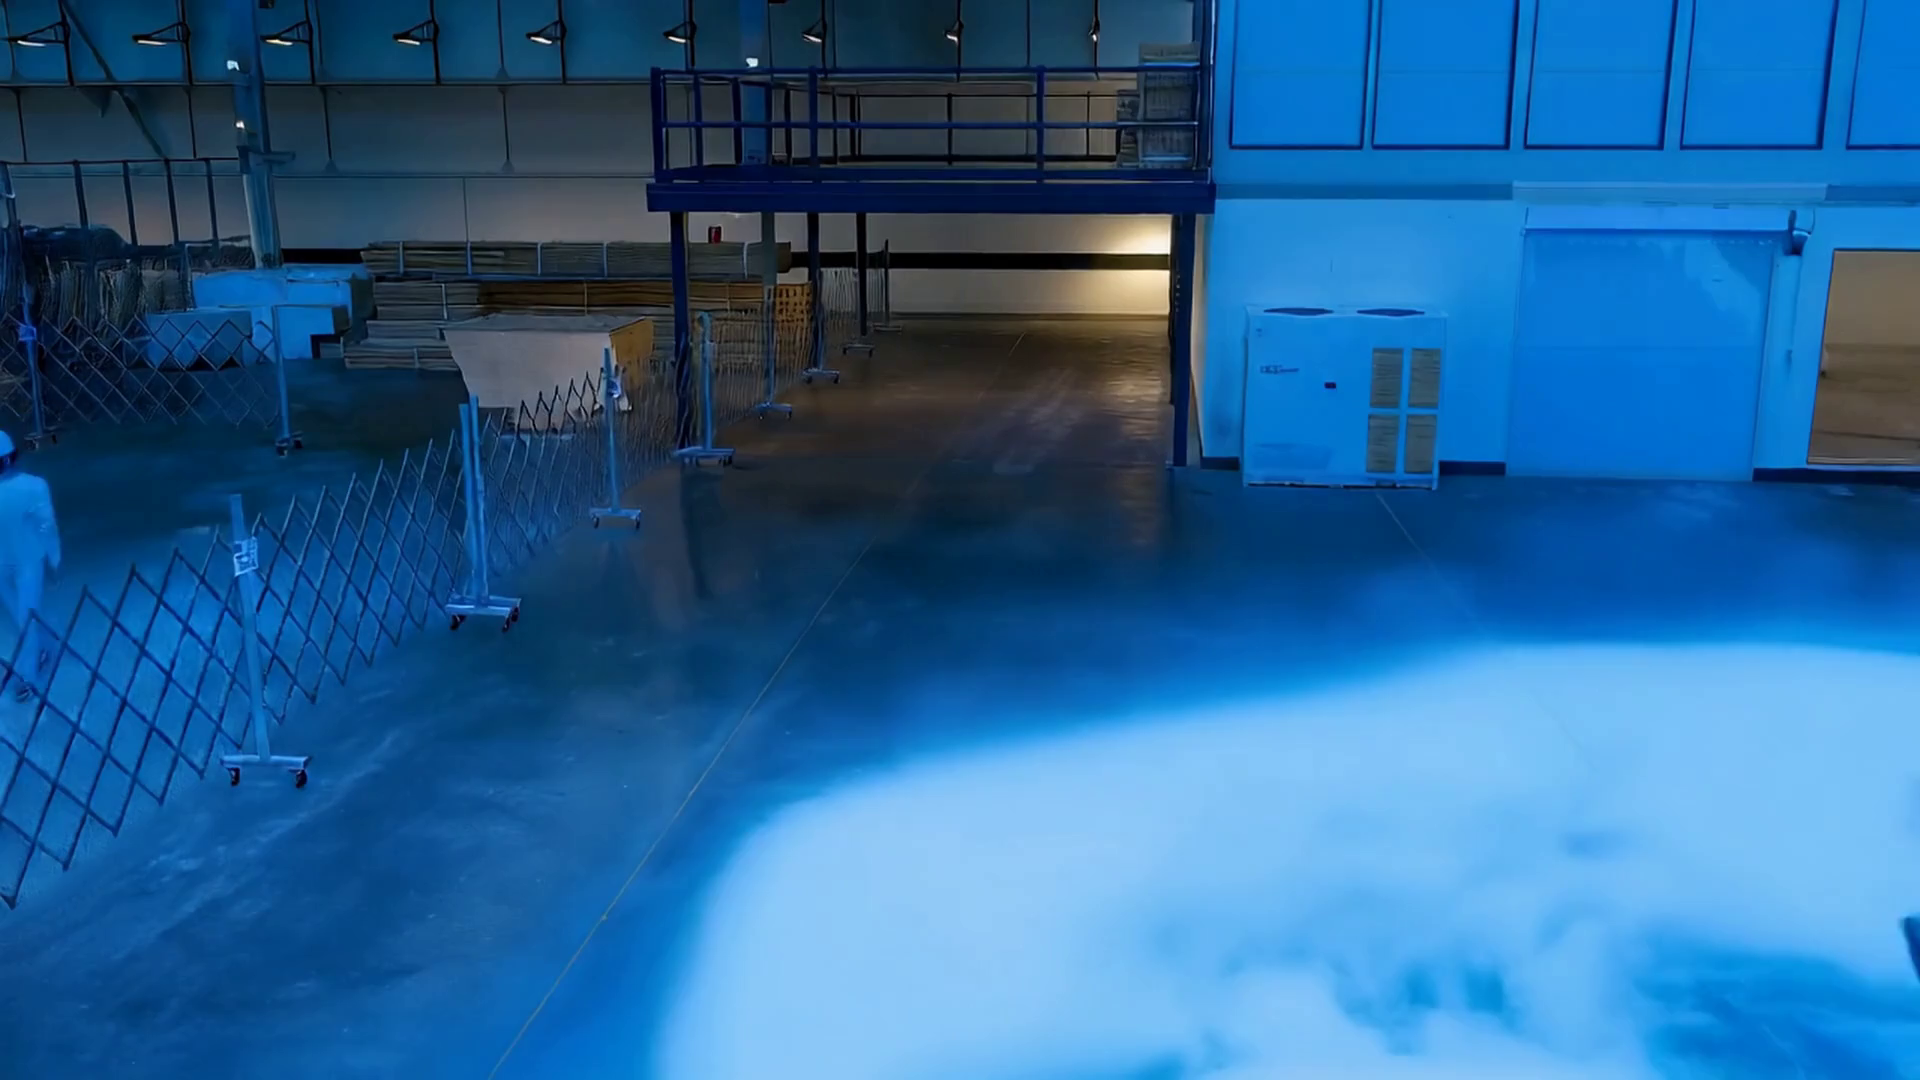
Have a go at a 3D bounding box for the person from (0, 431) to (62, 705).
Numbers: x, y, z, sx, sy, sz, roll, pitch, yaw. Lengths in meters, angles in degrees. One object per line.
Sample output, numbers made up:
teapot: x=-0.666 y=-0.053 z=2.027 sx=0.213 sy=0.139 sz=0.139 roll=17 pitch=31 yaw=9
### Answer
person: x=-6.094 y=0.128 z=10.692 sx=0.544 sy=1.719 sz=0.922 roll=-3 pitch=14 yaw=-12

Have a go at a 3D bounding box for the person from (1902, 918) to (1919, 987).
person: x=4.147 y=1.064 z=6.484 sx=0.590 sy=1.905 sz=0.781 roll=-8 pitch=16 yaw=-30
